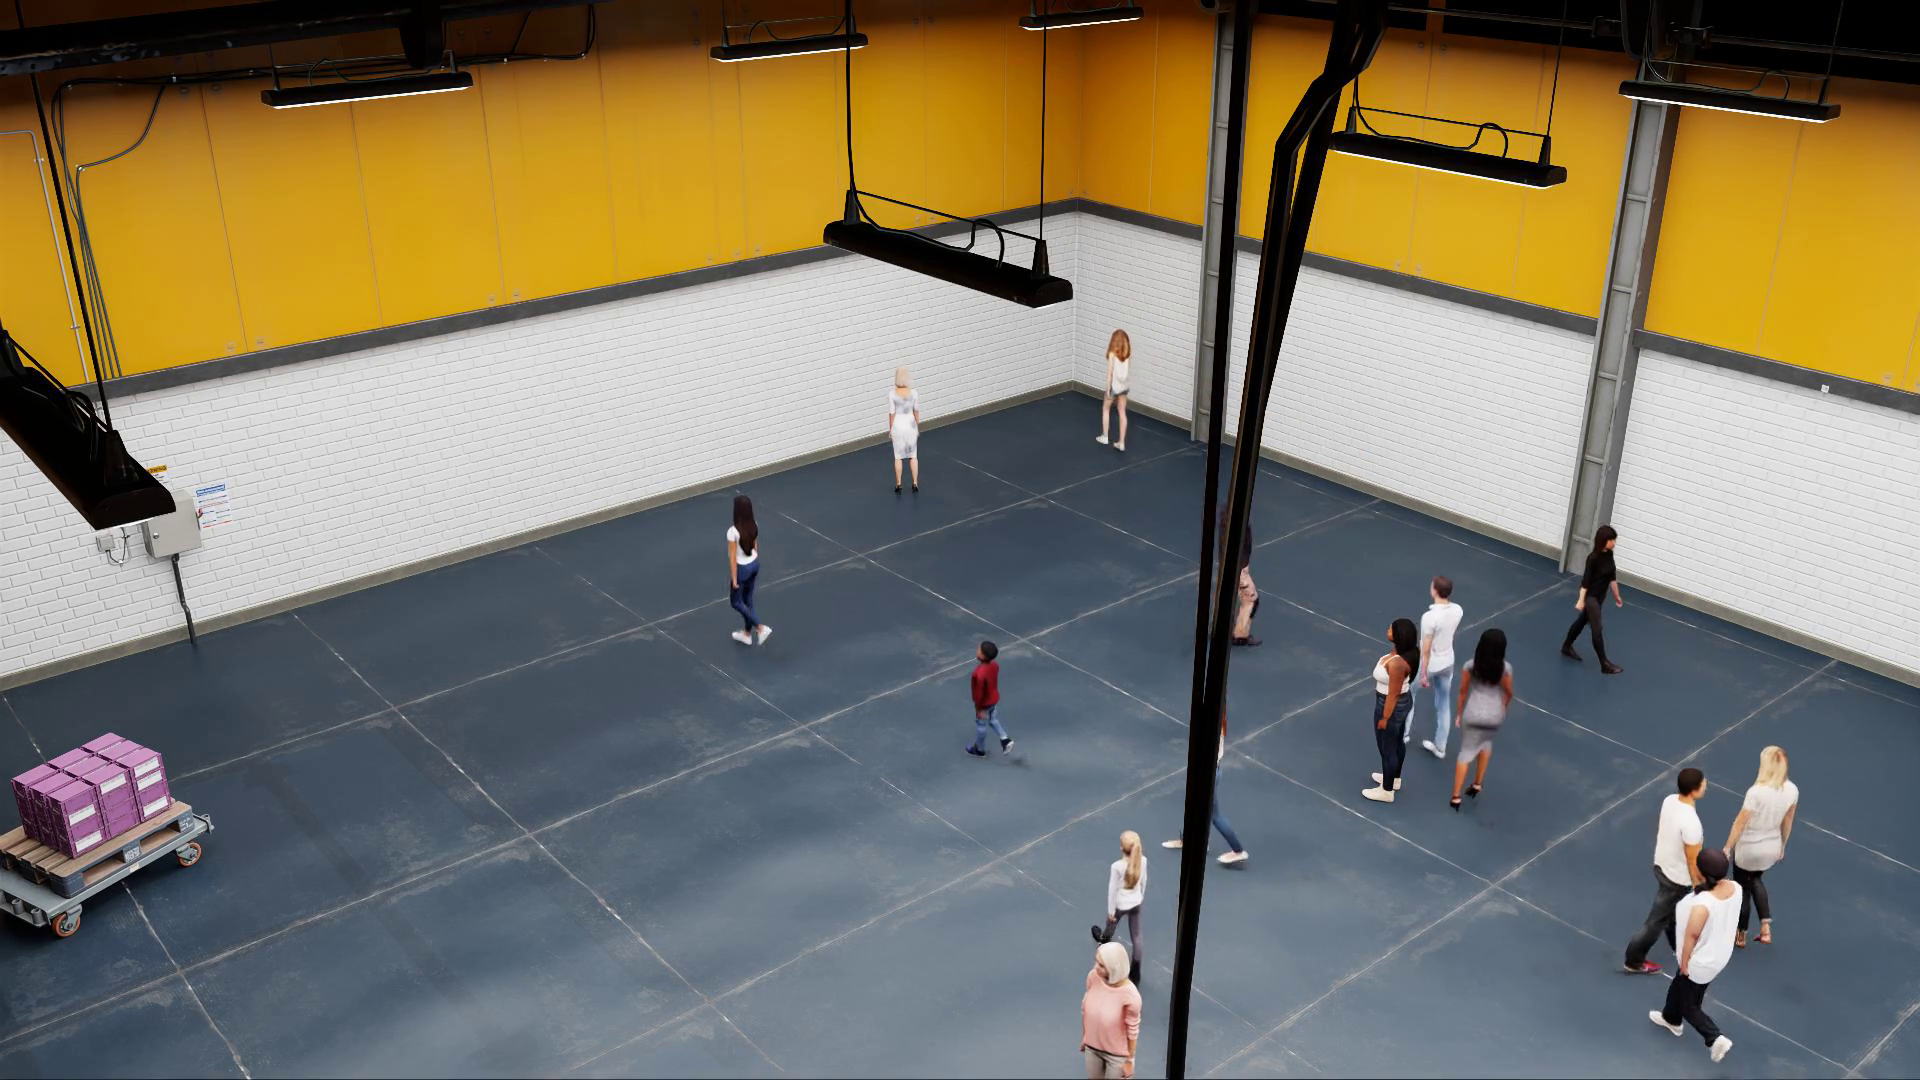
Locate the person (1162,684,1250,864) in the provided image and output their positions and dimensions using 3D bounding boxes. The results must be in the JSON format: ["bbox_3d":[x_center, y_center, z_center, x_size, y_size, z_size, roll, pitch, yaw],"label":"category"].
[{"bbox_3d":[2.197,2.015,14.168,1.087,1.715,0.909,8,25,18],"label":"person"}]

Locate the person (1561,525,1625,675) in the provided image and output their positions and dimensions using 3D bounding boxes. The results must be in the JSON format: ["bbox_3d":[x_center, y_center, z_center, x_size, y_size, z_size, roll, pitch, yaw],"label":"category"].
[{"bbox_3d":[6.629,0.575,17.592,0.572,1.610,0.997,-19,30,-37],"label":"person"}]

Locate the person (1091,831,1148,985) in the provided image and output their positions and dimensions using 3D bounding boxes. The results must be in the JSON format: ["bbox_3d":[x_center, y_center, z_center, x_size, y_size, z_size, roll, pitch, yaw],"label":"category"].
[{"bbox_3d":[1.318,2.848,12.837,0.697,1.255,0.931,-8,25,-19],"label":"person"}]

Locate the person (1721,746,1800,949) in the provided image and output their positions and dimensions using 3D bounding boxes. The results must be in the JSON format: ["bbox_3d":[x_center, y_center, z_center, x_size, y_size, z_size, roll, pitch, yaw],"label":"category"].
[{"bbox_3d":[6.297,2.477,12.992,0.744,1.810,0.802,-6,24,-13],"label":"person"}]

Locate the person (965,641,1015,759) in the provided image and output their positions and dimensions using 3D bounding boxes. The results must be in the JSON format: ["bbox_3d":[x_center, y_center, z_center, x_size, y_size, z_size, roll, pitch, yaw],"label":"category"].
[{"bbox_3d":[0.305,1.534,15.852,0.764,1.247,0.627,14,27,28],"label":"person"}]

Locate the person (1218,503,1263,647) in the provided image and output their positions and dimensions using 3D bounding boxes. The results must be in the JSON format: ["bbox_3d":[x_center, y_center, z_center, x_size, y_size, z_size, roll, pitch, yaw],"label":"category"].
[{"bbox_3d":[2.872,0.269,17.917,0.915,1.912,0.838,-7,24,-15],"label":"person"}]

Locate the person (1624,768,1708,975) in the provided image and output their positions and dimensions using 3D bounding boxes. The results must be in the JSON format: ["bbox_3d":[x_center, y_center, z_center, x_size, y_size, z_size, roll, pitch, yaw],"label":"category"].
[{"bbox_3d":[5.436,2.563,12.825,1.050,1.788,1.011,-1,24,-2],"label":"person"}]

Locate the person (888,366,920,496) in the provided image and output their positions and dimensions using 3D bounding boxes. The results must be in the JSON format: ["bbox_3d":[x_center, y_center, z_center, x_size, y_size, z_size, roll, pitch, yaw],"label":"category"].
[{"bbox_3d":[-0.738,-1.460,22.075,0.645,1.749,0.664,-3,24,-8],"label":"person"}]

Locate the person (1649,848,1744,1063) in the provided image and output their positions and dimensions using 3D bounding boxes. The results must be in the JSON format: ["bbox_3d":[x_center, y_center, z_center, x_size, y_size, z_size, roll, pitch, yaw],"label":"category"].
[{"bbox_3d":[5.373,3.000,11.976,0.711,1.666,0.966,-15,28,-30],"label":"person"}]

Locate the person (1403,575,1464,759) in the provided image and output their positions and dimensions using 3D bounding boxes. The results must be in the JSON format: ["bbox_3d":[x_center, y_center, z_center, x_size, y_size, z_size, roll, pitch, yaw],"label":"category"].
[{"bbox_3d":[4.582,1.237,15.808,0.785,1.827,0.950,-10,26,-22],"label":"person"}]

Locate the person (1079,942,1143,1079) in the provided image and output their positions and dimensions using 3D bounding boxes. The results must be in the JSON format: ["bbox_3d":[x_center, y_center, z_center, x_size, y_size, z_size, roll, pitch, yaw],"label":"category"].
[{"bbox_3d":[1.000,3.364,11.070,0.488,1.724,0.680,21,31,39],"label":"person"}]

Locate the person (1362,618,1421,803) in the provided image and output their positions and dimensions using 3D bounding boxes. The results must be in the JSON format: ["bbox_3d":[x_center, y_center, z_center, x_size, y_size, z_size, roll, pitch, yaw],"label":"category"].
[{"bbox_3d":[3.968,1.532,15.156,0.714,1.809,0.717,13,27,28],"label":"person"}]

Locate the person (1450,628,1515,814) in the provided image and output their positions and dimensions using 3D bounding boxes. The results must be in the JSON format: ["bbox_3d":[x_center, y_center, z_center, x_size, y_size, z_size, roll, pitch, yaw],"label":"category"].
[{"bbox_3d":[4.728,1.659,14.943,0.812,1.747,0.866,1,24,3],"label":"person"}]

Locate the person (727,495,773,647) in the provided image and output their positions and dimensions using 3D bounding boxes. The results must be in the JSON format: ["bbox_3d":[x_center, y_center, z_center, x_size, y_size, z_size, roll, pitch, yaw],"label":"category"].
[{"bbox_3d":[-2.255,0.363,17.888,0.911,1.763,0.706,17,29,33],"label":"person"}]

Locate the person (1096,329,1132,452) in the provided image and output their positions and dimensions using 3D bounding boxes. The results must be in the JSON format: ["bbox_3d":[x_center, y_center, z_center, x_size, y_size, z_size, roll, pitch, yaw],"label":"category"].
[{"bbox_3d":[2.292,-2.100,23.543,0.695,1.745,0.839,-11,26,-24],"label":"person"}]
